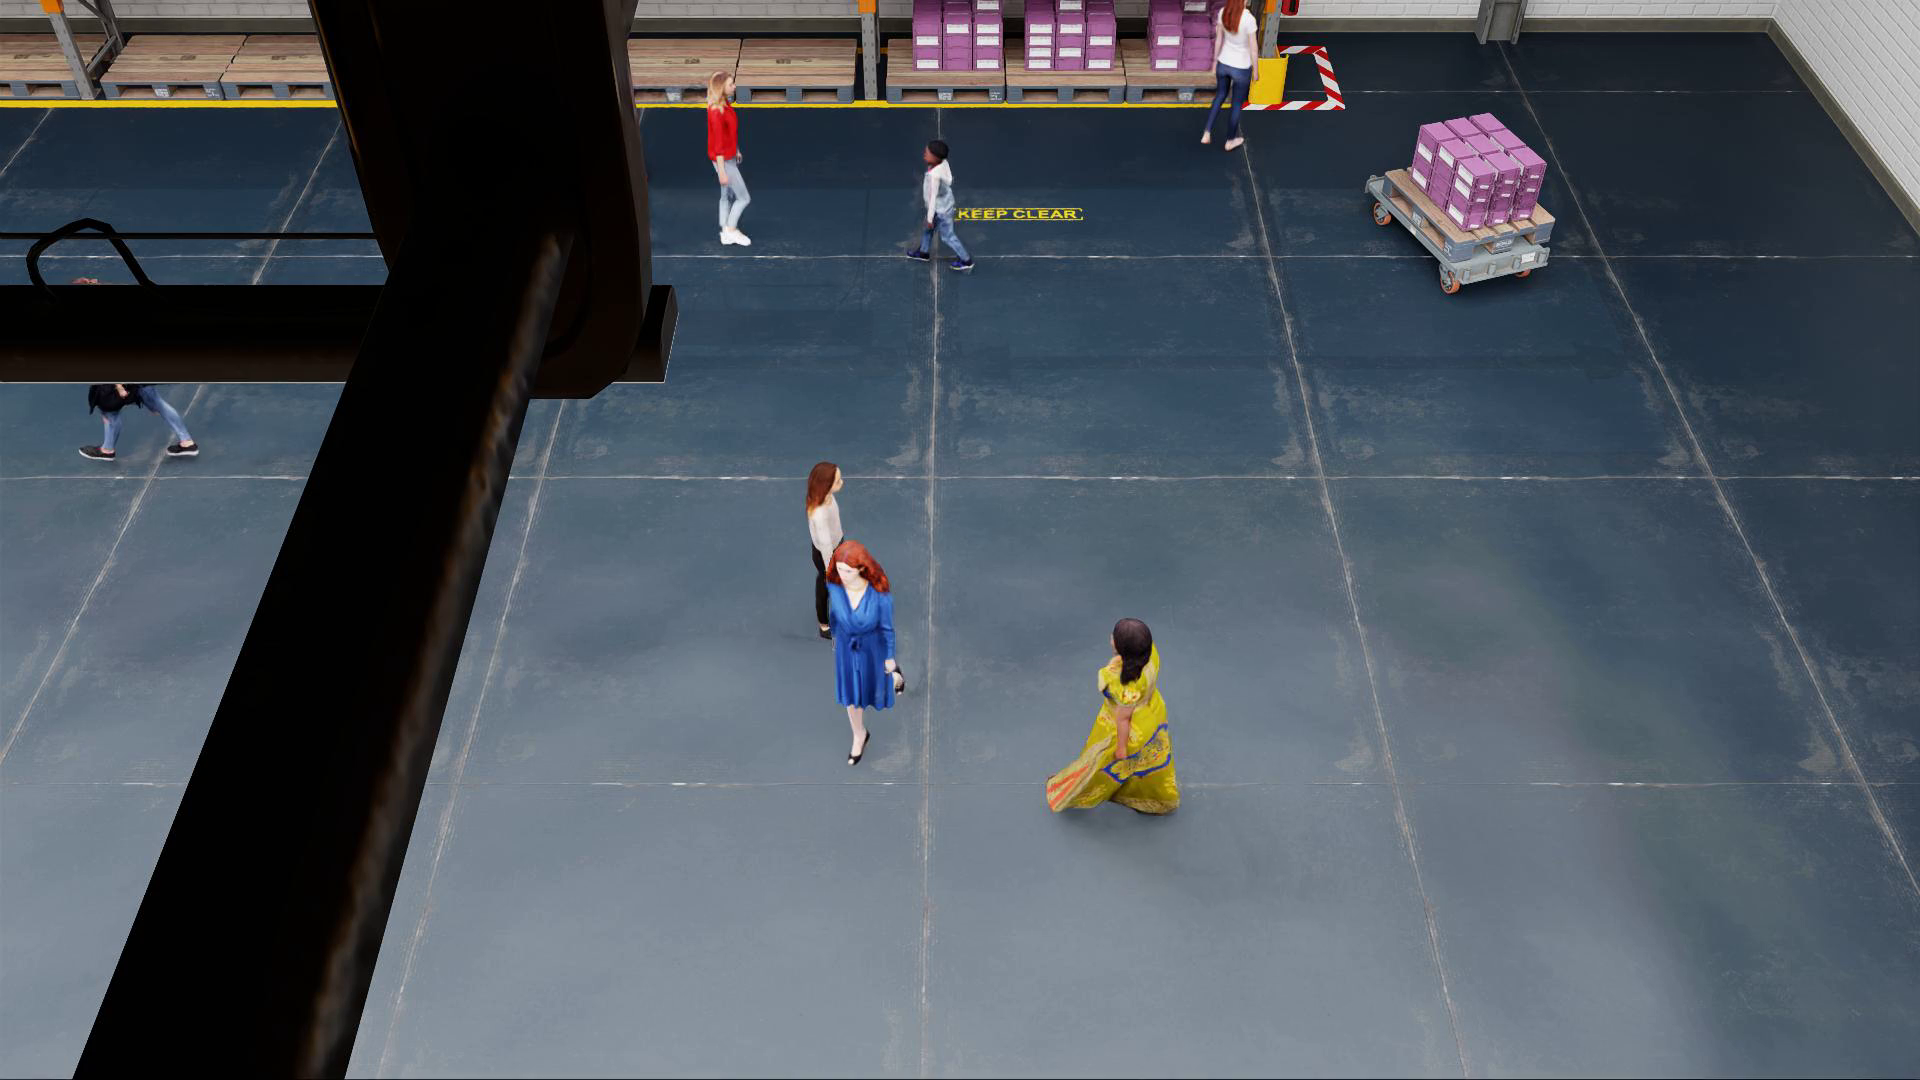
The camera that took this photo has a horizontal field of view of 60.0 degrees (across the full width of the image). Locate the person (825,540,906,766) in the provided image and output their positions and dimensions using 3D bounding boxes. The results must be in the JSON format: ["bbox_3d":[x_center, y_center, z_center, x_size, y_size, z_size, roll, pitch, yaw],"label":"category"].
[{"bbox_3d":[-0.549,0.641,10.281,0.936,1.810,0.878,16,46,16],"label":"person"}]

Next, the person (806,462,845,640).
[{"bbox_3d":[-0.899,0.061,11.126,0.487,1.484,0.561,-3,44,-3],"label":"person"}]

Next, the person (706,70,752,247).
[{"bbox_3d":[-2.121,-3.310,14.509,0.551,1.698,0.622,0,44,0],"label":"person"}]

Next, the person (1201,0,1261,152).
[{"bbox_3d":[2.539,-4.414,15.644,0.803,1.732,0.858,32,52,29],"label":"person"}]

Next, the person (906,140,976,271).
[{"bbox_3d":[-0.119,-2.874,14.383,0.912,1.241,0.626,11,45,11],"label":"person"}]

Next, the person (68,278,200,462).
[{"bbox_3d":[-6.125,-1.223,12.361,1.062,1.640,0.661,-2,44,-2],"label":"person"}]

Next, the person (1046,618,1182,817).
[{"bbox_3d":[1.086,1.120,9.911,1.213,1.627,1.049,18,47,18],"label":"person"}]
